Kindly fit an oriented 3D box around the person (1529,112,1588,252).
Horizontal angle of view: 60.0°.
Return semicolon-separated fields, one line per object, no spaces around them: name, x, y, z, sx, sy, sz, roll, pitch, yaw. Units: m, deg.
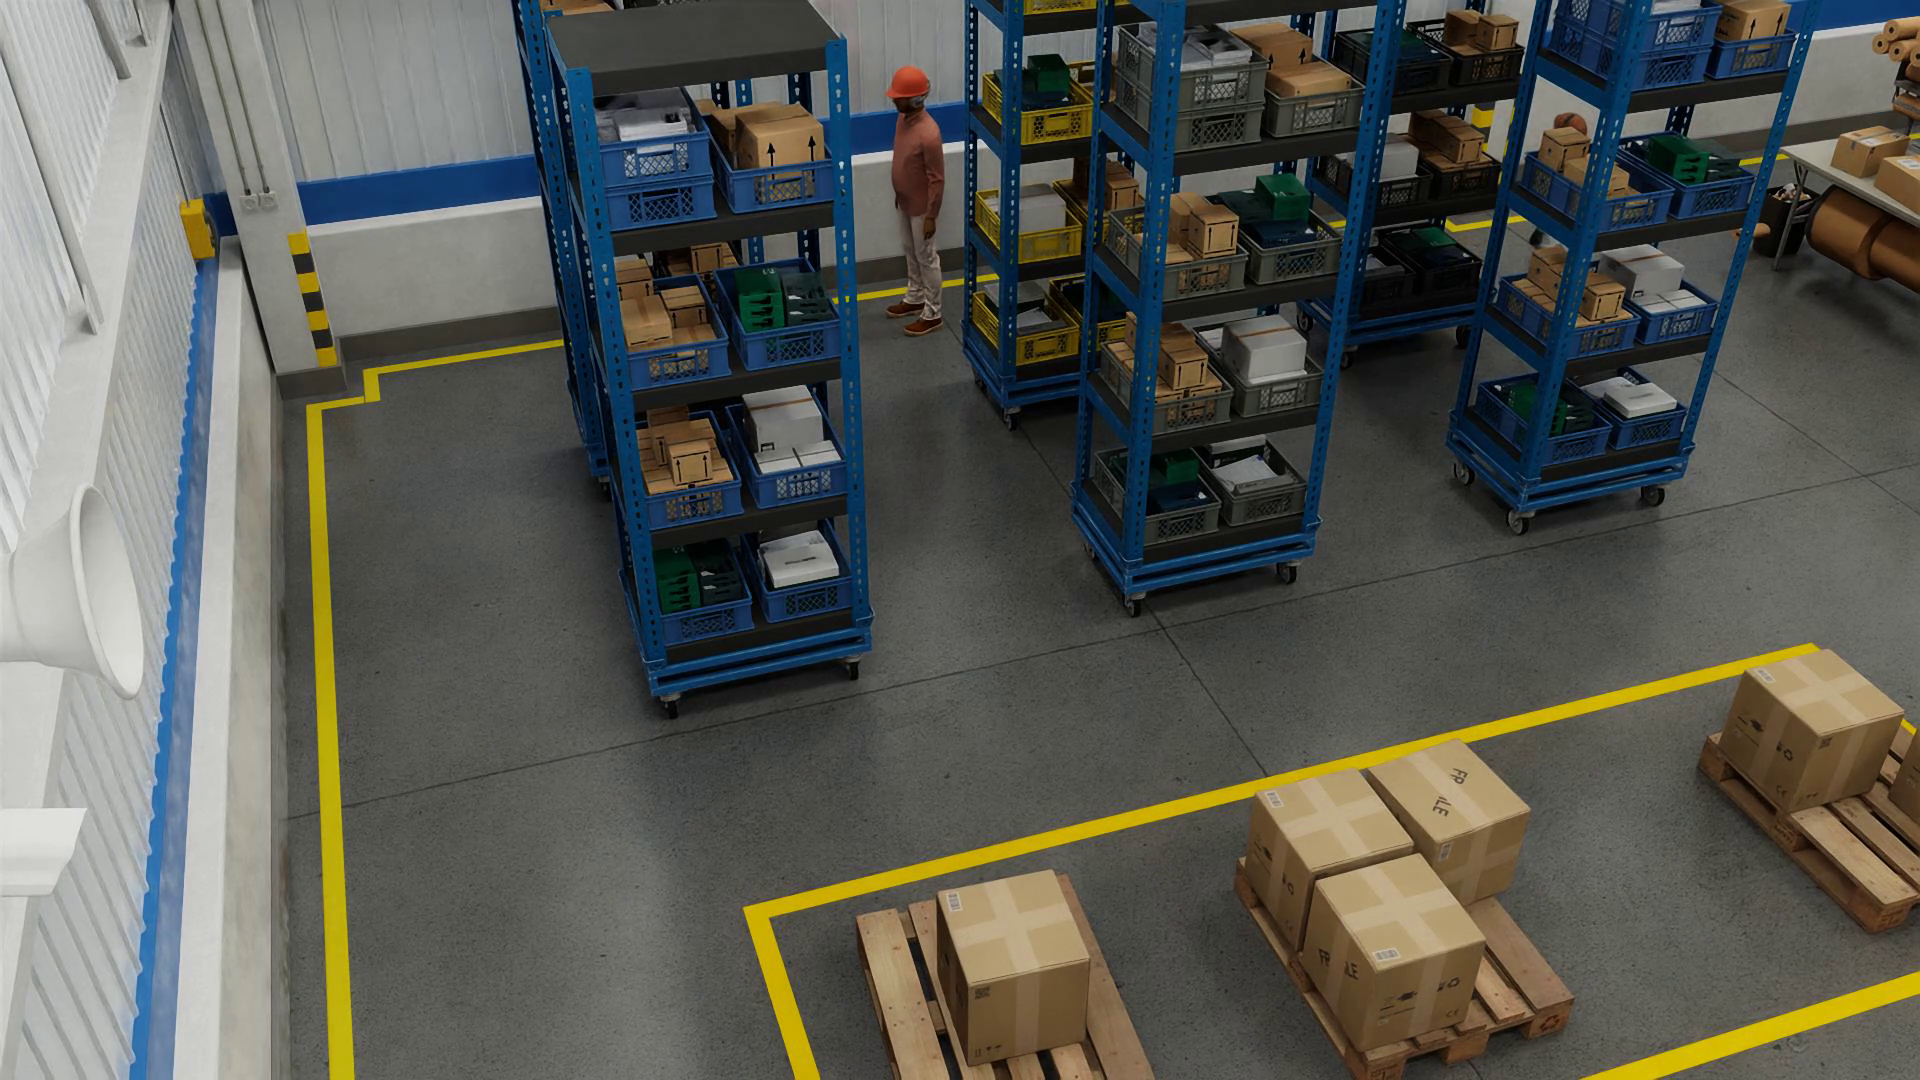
person;4.331;-2.312;12.131;0.312;1.636;0.518;28;44;34

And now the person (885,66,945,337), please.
person;-0.329;-2.447;12.019;0.390;1.991;0.626;-15;38;-20
